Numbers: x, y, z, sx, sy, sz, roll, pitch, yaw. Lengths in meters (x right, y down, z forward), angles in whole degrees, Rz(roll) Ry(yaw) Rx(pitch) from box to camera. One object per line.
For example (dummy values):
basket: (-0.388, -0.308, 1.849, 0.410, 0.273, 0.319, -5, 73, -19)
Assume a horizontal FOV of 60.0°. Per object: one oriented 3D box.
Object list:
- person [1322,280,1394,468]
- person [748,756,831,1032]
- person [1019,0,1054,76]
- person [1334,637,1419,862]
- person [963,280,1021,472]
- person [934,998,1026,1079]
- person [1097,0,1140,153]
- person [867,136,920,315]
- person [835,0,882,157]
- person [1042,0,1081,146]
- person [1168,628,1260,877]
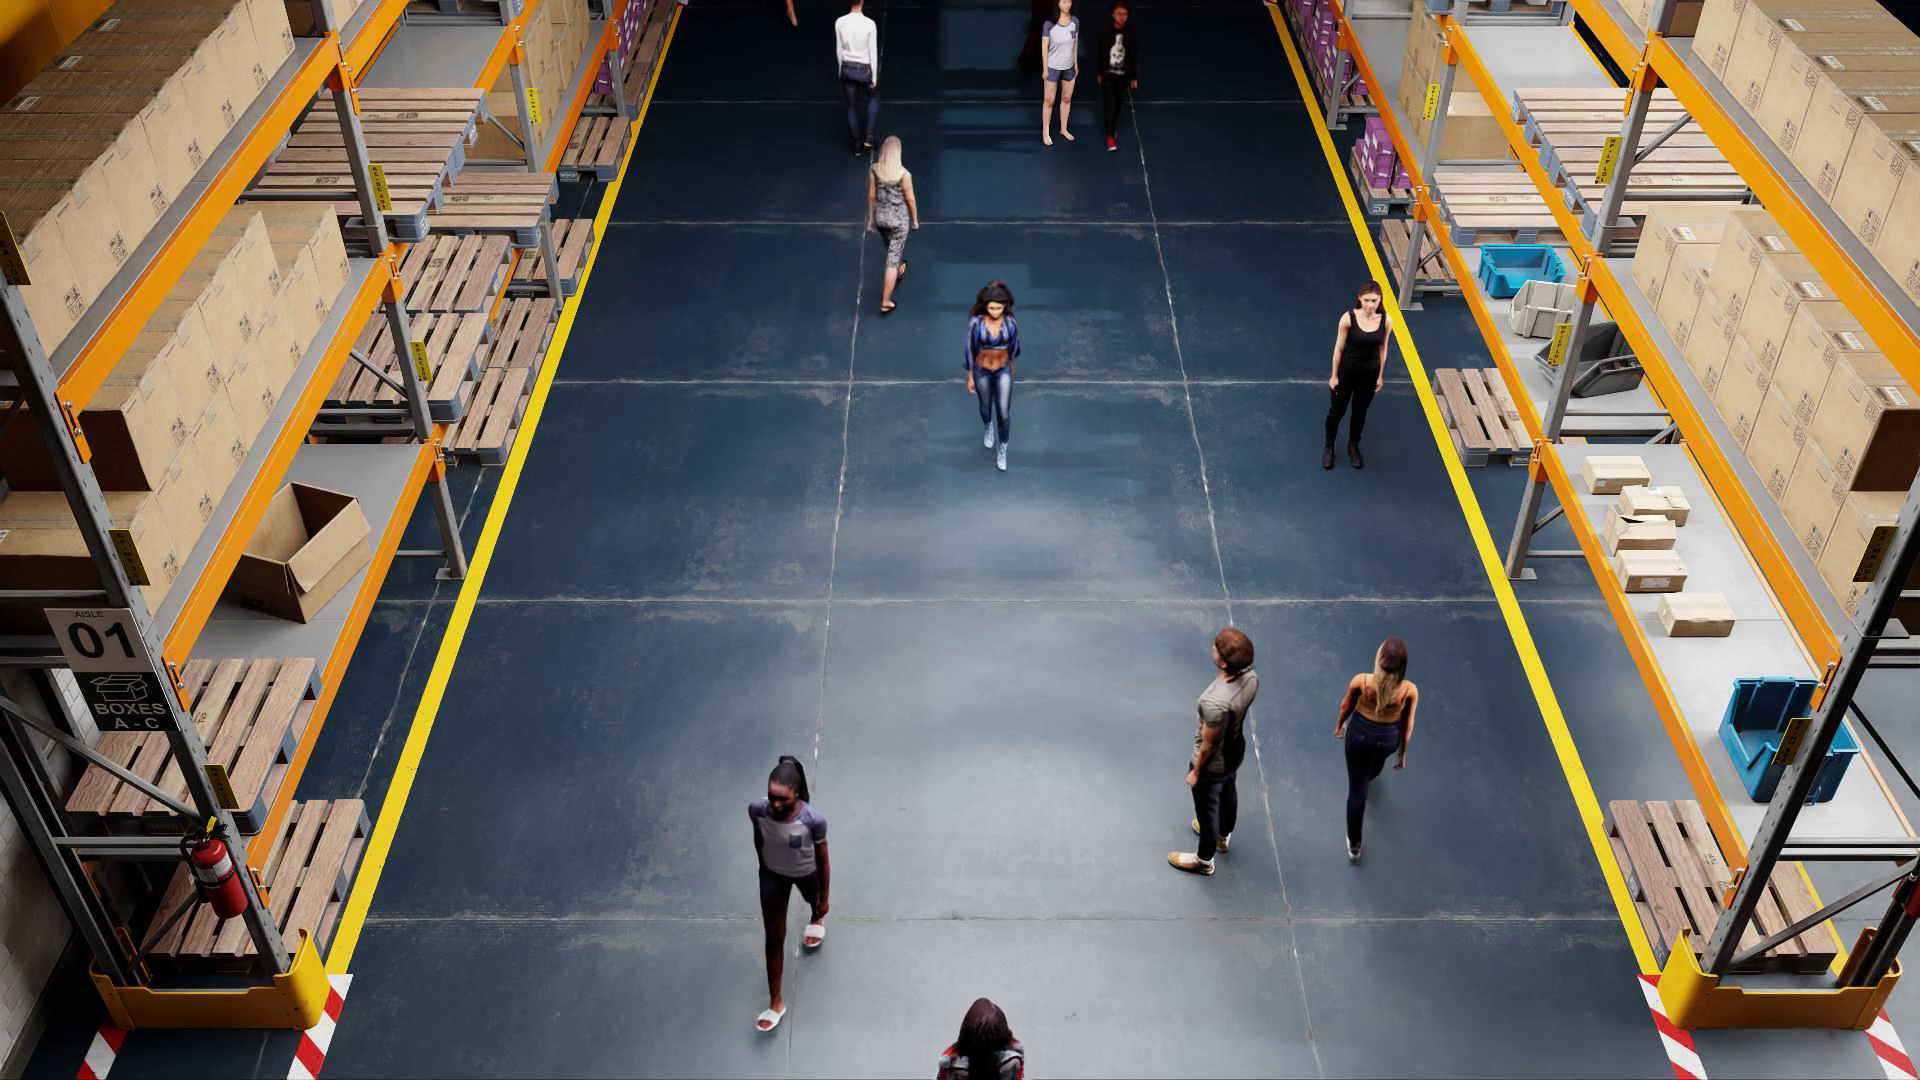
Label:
person: (3.210, -1.345, 13.452, 0.578, 1.688, 0.524, 0, 39, 0)
person: (-0.908, 1.852, 9.463, 0.805, 1.669, 1.236, 8, 39, 10)
person: (1.016, -6.306, 19.628, 1.001, 1.733, 1.141, 23, 44, 26)
person: (2.524, 1.309, 10.206, 0.753, 1.590, 1.123, 7, 39, 9)
person: (0.251, -1.413, 13.608, 0.609, 1.598, 0.788, 0, 39, 1)
person: (0.118, 2.903, 8.226, 0.794, 1.571, 1.096, -11, 40, -13)
person: (1.711, -5.132, 18.239, 0.626, 1.631, 1.099, 1, 39, 1)
person: (-0.678, -2.866, 15.374, 0.879, 1.664, 1.130, 15, 41, 18)
person: (-1.120, -5.008, 17.901, 0.654, 1.859, 0.667, 5, 39, 6)
person: (1.102, -5.216, 18.283, 0.671, 1.707, 0.668, -16, 41, -19)
person: (1.558, 1.273, 10.007, 0.792, 1.896, 0.700, 25, 45, 28)
